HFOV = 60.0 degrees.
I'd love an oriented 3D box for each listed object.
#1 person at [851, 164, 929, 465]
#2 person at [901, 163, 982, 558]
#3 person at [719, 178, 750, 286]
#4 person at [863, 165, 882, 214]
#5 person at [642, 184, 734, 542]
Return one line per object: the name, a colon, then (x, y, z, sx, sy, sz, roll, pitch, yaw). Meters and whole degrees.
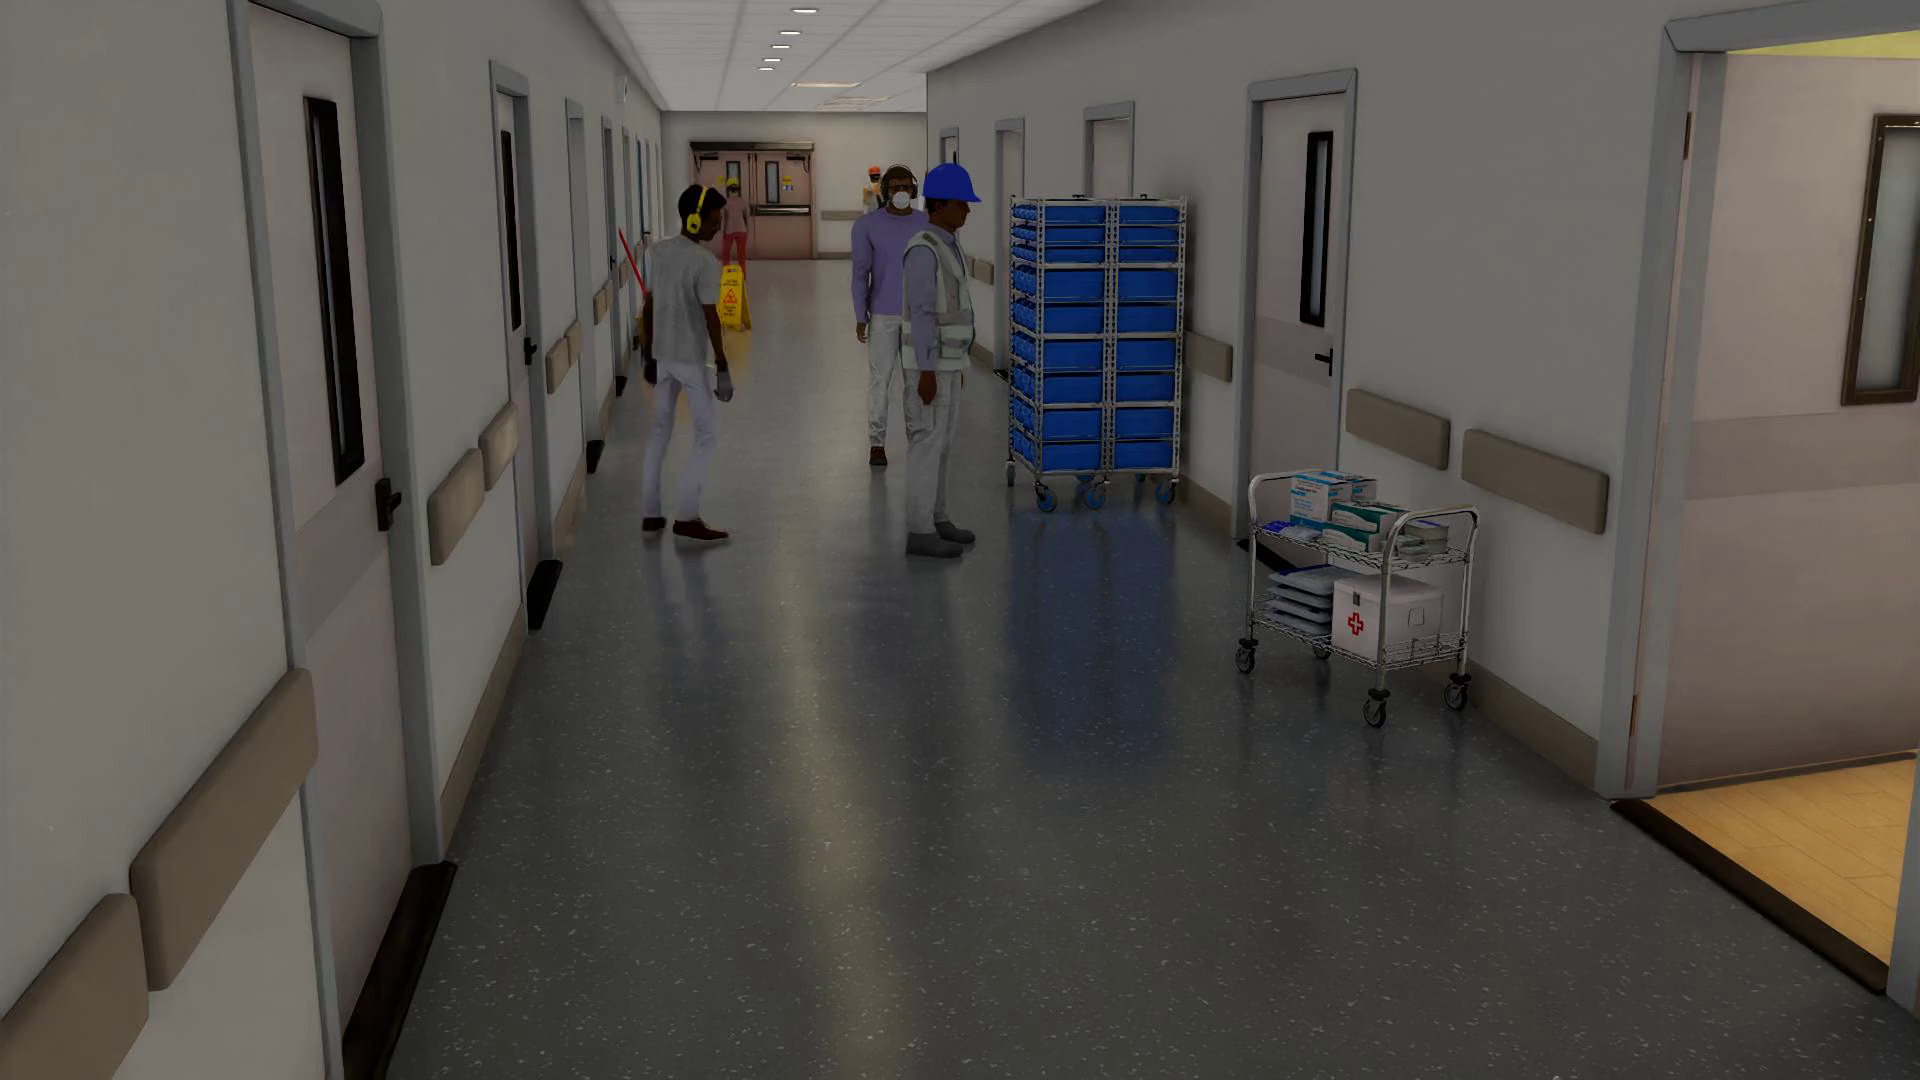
person: (-0.394, -1.459, 10.859, 0.631, 1.940, 0.372, -4, 13, -16)
person: (-0.096, -0.895, 8.335, 0.410, 1.943, 0.615, 3, 13, 13)
person: (-3.625, -4.906, 26.621, 0.539, 1.741, 0.768, -5, 14, -21)
person: (-1.565, -5.949, 30.805, 0.551, 1.932, 0.376, -7, 15, -29)
person: (-1.448, -0.916, 8.678, 0.621, 1.836, 0.359, 11, 17, 40)
